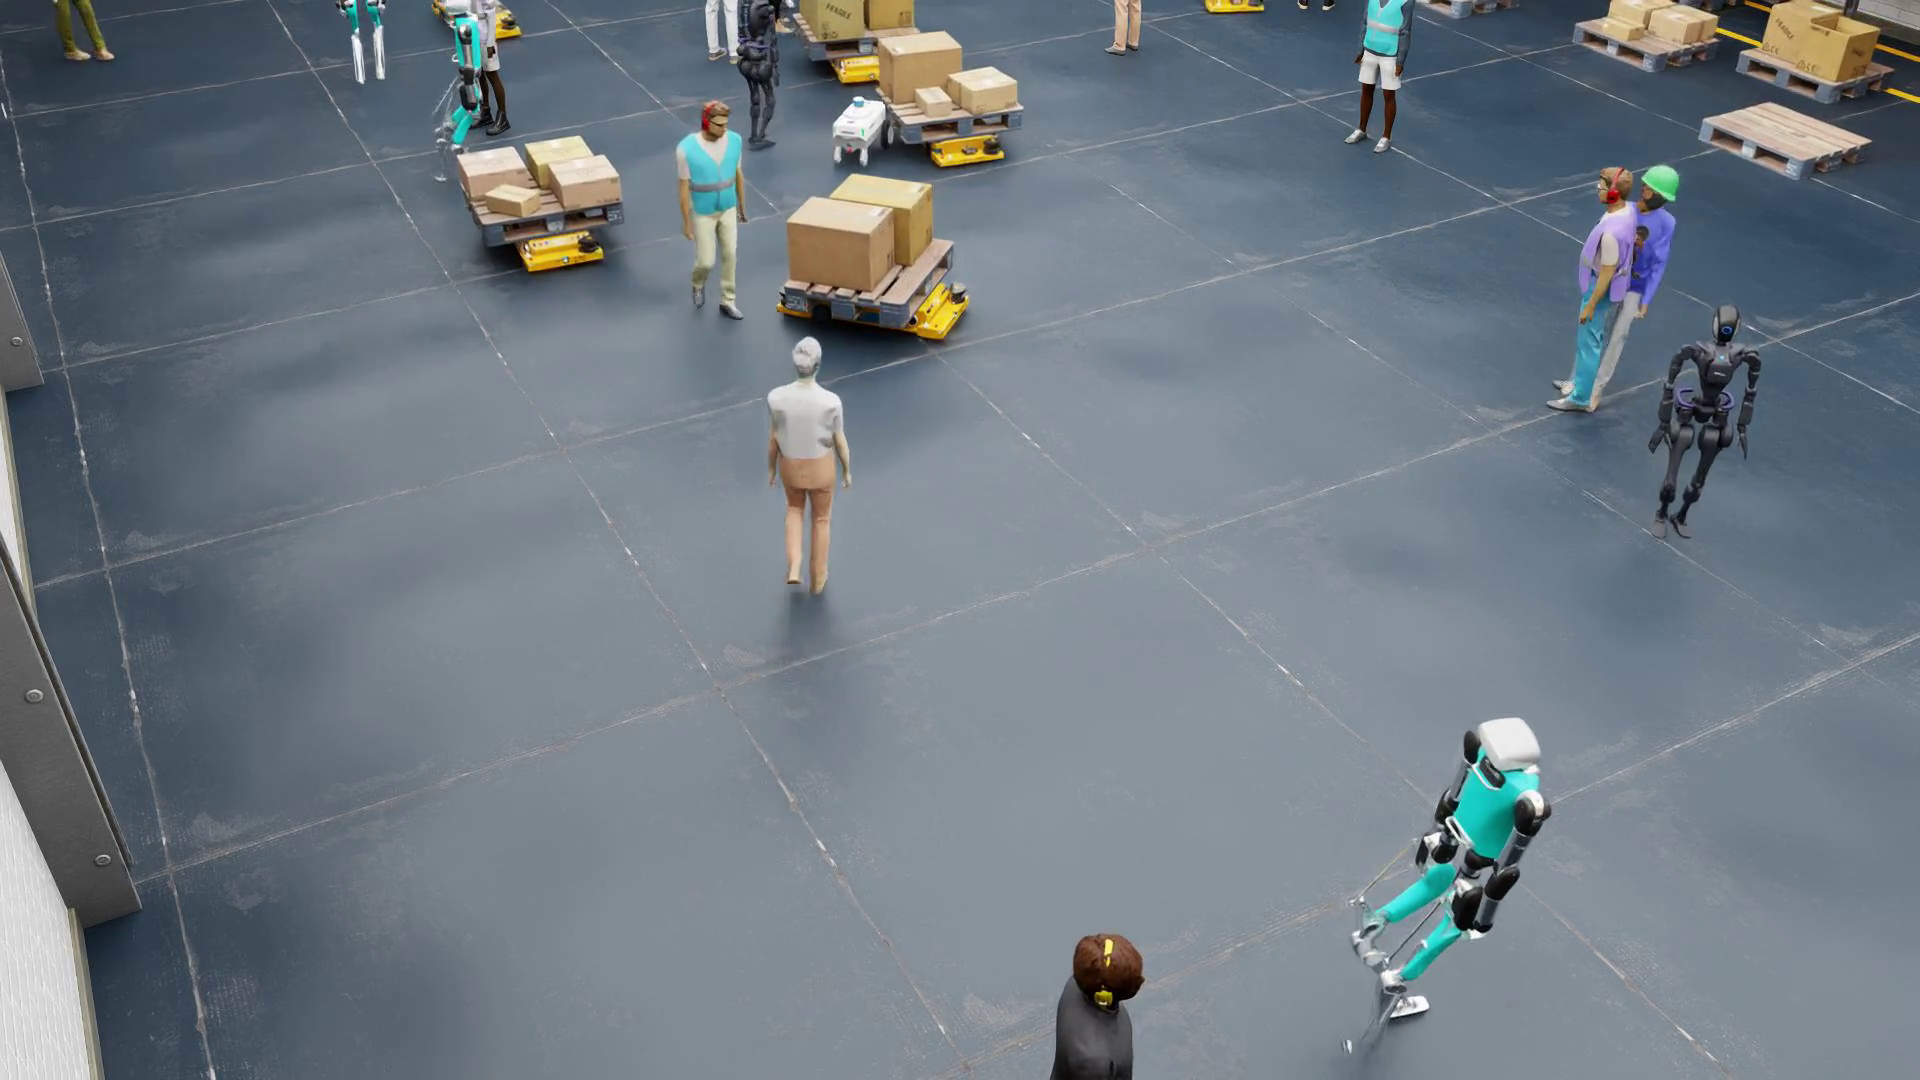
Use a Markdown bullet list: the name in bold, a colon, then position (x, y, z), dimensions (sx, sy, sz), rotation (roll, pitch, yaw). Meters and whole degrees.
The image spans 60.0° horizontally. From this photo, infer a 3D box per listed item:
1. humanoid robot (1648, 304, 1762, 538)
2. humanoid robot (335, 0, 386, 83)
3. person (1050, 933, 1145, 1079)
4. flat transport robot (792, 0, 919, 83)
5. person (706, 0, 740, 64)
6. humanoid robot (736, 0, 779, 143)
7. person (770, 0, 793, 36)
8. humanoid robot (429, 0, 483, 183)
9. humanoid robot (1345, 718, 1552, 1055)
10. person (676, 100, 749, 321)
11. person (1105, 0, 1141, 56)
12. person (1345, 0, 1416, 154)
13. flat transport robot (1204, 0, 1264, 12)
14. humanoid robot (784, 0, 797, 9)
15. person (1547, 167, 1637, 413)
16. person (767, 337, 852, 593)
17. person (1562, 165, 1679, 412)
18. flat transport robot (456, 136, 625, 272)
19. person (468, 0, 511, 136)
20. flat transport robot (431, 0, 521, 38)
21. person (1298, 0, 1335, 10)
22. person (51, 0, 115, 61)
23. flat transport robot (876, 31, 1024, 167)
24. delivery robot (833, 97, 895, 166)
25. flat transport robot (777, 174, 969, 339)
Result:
- **humanoid robot**: position (4.710, -0.730, 10.532), dimensions (0.589, 1.651, 0.358), rotation (6, 35, 8)
- **humanoid robot**: position (-6.379, -5.771, 17.673), dimensions (0.539, 1.796, 0.662), rotation (-10, 36, -14)
- **person**: position (0.496, 2.157, 6.237), dimensions (0.357, 1.875, 0.492), rotation (1, 35, 2)
- **flat transport robot**: position (-1.146, -5.406, 18.434), dimensions (0.659, 0.231, 1.431), rotation (-9, 36, -13)
- **person**: position (-2.612, -6.141, 18.084), dimensions (0.578, 1.879, 0.350), rotation (15, 38, 20)
- **humanoid robot**: position (-1.987, -4.687, 16.199), dimensions (0.398, 1.643, 0.599), rotation (-28, 44, -34)
- **person**: position (-2.077, -6.656, 18.983), dimensions (0.321, 1.686, 0.612), rotation (-7, 36, -10)
- **humanoid robot**: position (-4.742, -4.064, 15.302), dimensions (0.869, 1.833, 0.530), rotation (-6, 35, -9)
- **humanoid robot**: position (2.012, 1.583, 7.272), dimensions (0.783, 1.886, 0.546), rotation (-9, 36, -12)
- **person**: position (-1.961, -2.599, 13.075), dimensions (0.609, 1.813, 0.509), rotation (-23, 41, -29)
- **person**: position (1.841, -6.211, 18.356), dimensions (0.474, 1.675, 0.376), rotation (-27, 43, -33)
- **person**: position (4.076, -4.707, 15.992), dimensions (0.454, 1.931, 0.554), rotation (-28, 44, -34)
- **flat transport robot**: position (3.266, -6.770, 20.382), dimensions (0.659, 0.231, 1.431), rotation (-2, 35, -3)
- **humanoid robot**: position (-2.183, -7.062, 19.566), dimensions (0.544, 1.834, 0.755), rotation (3, 35, 5)
- **person**: position (4.570, -1.769, 11.870), dimensions (0.373, 1.840, 0.568), rotation (16, 38, 21)
- **person**: position (-0.913, -0.432, 10.052), dimensions (0.515, 1.732, 0.398), rotation (4, 35, 6)
- **person**: position (4.720, -1.781, 11.891), dimensions (0.509, 1.841, 0.483), rotation (14, 37, 19)
- **flat transport robot**: position (-3.656, -2.777, 14.681), dimensions (0.659, 0.231, 1.431), rotation (-15, 38, -20)
- **person**: position (-4.763, -4.961, 16.346), dimensions (0.544, 1.938, 0.358), rotation (23, 41, 30)
- **flat transport robot**: position (-5.694, -6.152, 19.499), dimensions (0.659, 0.231, 1.431), rotation (-18, 39, -24)
- **person**: position (4.300, -7.262, 19.606), dimensions (0.605, 1.966, 0.368), rotation (7, 36, 10)
- **person**: position (-9.699, -6.034, 18.000), dimensions (0.775, 1.792, 0.563), rotation (14, 37, 19)
- **flat transport robot**: position (-0.117, -4.079, 16.540), dimensions (0.659, 0.231, 1.431), rotation (-11, 37, -16)
- **delivery robot**: position (-0.968, -4.014, 16.213), dimensions (0.499, 0.613, 0.807), rotation (9, 36, 13)
- **flat transport robot**: position (-0.706, -1.952, 13.502), dimensions (1.431, 0.231, 0.659), rotation (11, 37, 15)
